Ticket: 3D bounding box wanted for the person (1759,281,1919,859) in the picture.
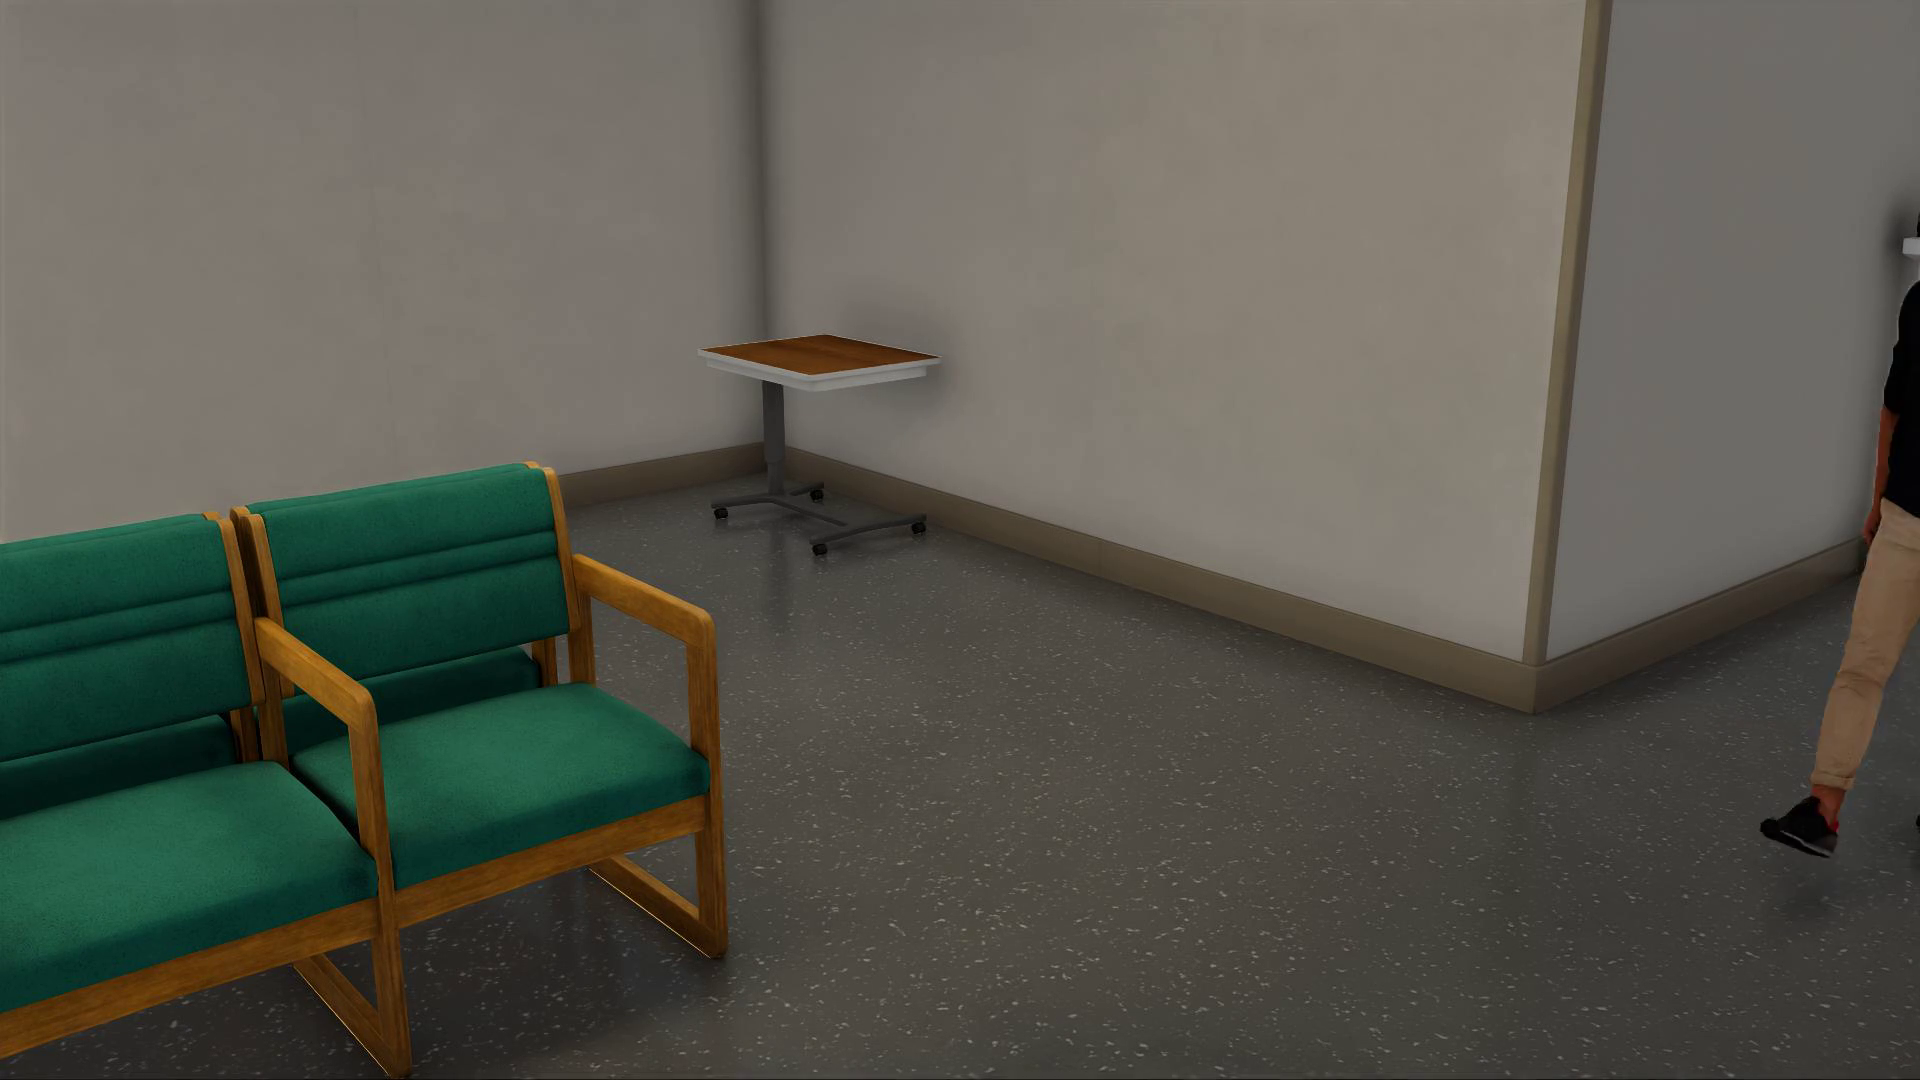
[{"bbox_3d":[2.631,-0.044,4.302,0.782,1.813,1.070,-11,19,-34],"label":"person"}]
